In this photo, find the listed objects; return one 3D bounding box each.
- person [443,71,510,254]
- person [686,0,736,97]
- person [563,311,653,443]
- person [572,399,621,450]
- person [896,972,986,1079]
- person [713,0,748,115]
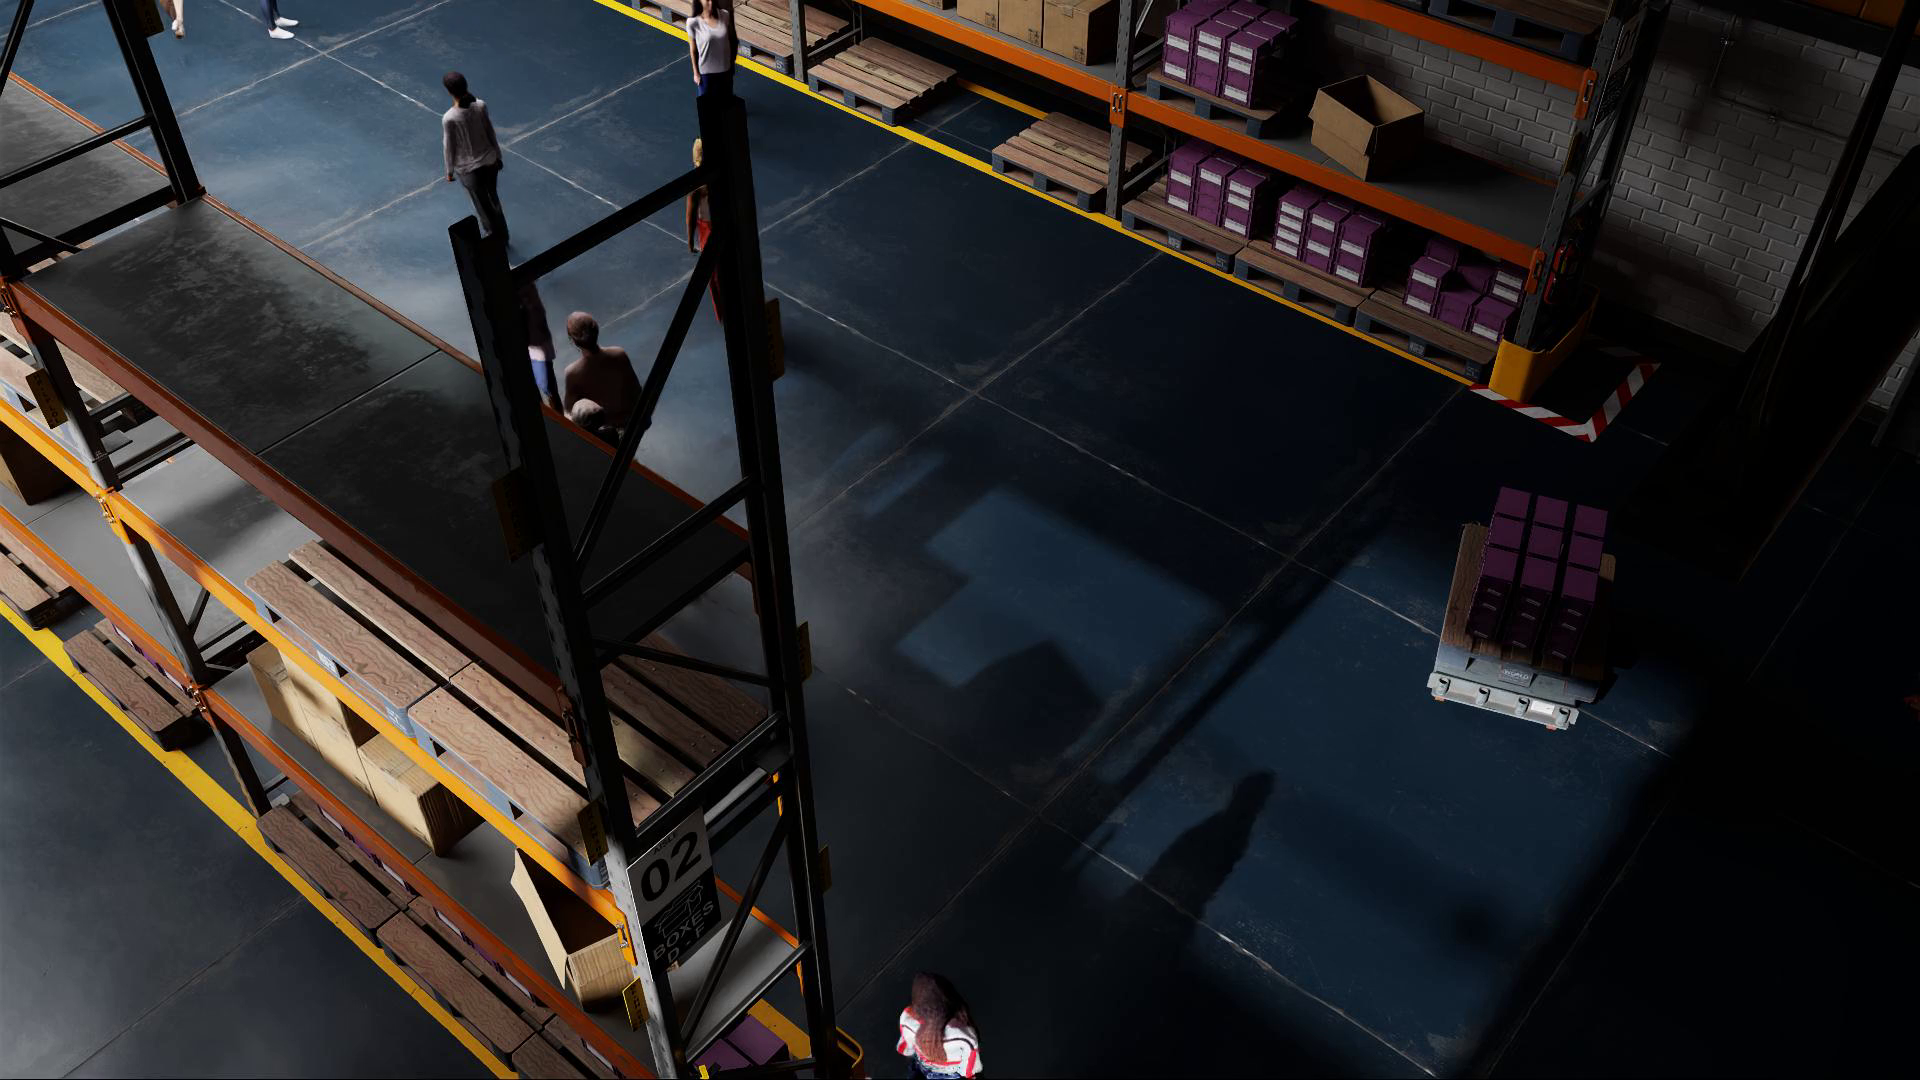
[{"bbox_3d":[-4.117,-3.196,14.340,0.653,1.765,0.634,-33,52,-30],"label":"person"},{"bbox_3d":[-2.337,-4.443,15.707,0.644,1.686,0.592,-28,50,-26],"label":"person"},{"bbox_3d":[-2.380,-0.723,11.699,1.149,1.827,0.787,33,52,29],"label":"person"},{"bbox_3d":[-2.450,-0.202,11.201,0.582,1.777,0.722,27,50,25],"label":"person"},{"bbox_3d":[-0.125,2.747,8.249,1.099,1.561,0.969,13,45,13],"label":"person"},{"bbox_3d":[-2.340,-4.884,16.147,0.520,1.717,0.608,28,50,26],"label":"person"}]
